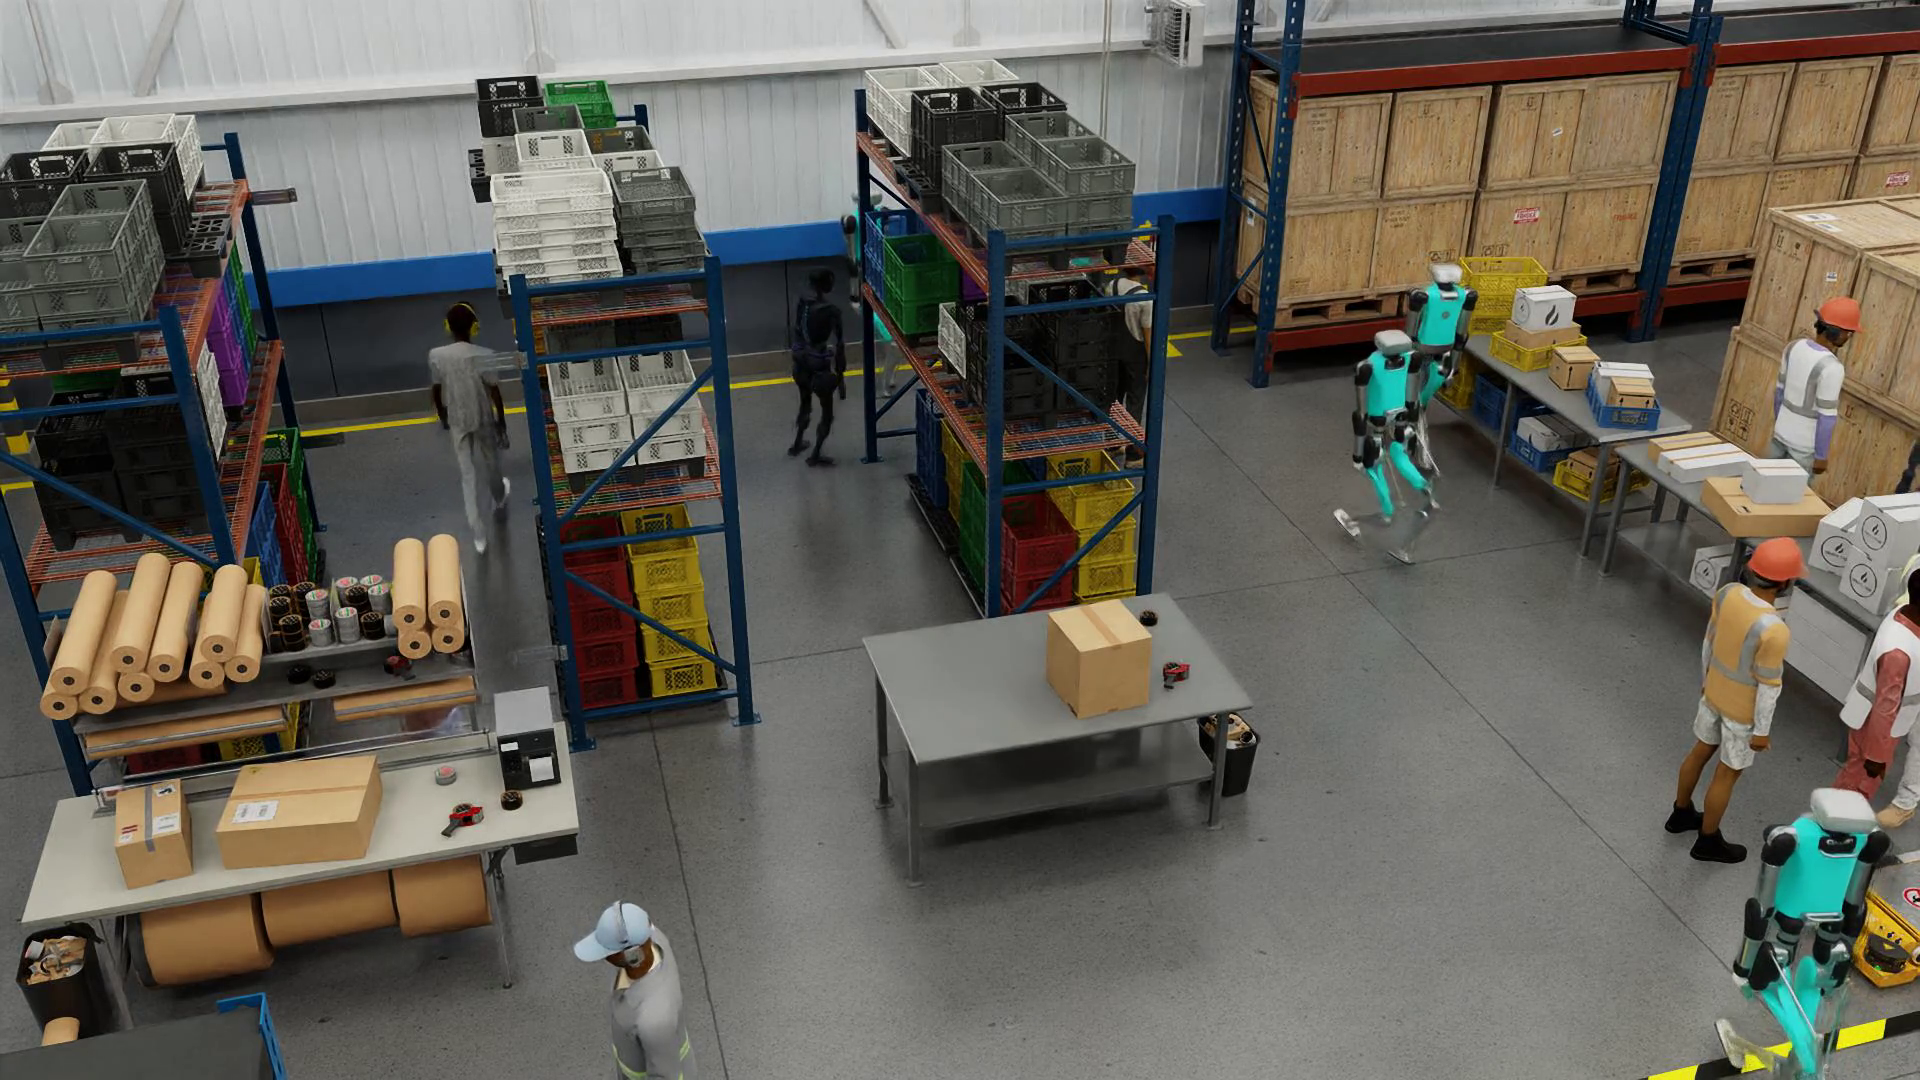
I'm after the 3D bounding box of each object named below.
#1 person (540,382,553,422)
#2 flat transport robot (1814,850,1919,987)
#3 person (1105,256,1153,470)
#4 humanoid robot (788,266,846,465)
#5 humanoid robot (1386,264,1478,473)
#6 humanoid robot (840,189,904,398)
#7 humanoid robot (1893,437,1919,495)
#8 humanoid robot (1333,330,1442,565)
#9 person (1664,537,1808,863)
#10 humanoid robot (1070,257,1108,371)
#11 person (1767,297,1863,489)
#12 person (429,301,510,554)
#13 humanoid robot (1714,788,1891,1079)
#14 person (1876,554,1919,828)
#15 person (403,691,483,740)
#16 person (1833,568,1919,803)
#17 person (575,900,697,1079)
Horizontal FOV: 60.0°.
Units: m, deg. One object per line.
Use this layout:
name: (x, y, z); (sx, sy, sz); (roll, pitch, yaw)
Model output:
person: (-3.214, -1.357, 13.098); (0.492, 1.742, 0.319); (-1, 29, -1)
flat transport robot: (5.163, 1.916, 8.676); (1.431, 0.231, 0.659); (-8, 30, -14)
person: (1.360, -1.445, 13.153); (0.340, 1.846, 0.512); (-21, 35, -33)
humanoid robot: (-1.146, -1.385, 13.224); (0.335, 1.634, 0.589); (-25, 37, -37)
humanoid robot: (3.676, -1.444, 13.303); (0.544, 1.752, 1.038); (-3, 29, -6)
humanoid robot: (-0.613, -2.122, 14.512); (0.809, 1.795, 0.543); (22, 36, 34)
humanoid robot: (6.463, -0.147, 11.002); (0.603, 1.644, 0.577); (11, 31, 19)
humanoid robot: (3.066, -0.601, 11.729); (0.565, 1.735, 1.027); (-12, 31, -20)
person: (4.171, 0.848, 8.886); (0.359, 1.935, 0.551); (-5, 29, -9)
humanoid robot: (1.193, -2.152, 14.546); (0.977, 1.735, 0.544); (-15, 32, -25)
person: (5.912, -0.728, 11.656); (0.388, 2.034, 0.604); (-3, 29, -5)
person: (-3.553, -0.881, 12.153); (0.506, 1.816, 0.954); (-5, 29, -9)
humanoid robot: (3.681, 1.934, 7.156); (0.554, 1.745, 1.065); (-3, 29, -5)
person: (5.309, 0.740, 9.195); (0.429, 1.837, 0.622); (-10, 30, -18)
person: (-2.797, 0.930, 8.932); (0.397, 1.736, 0.547); (1, 29, 2)
person: (4.805, 0.971, 8.682); (0.390, 1.918, 0.591); (17, 33, 28)
person: (-1.245, 2.153, 6.604); (0.397, 1.848, 0.587); (-8, 30, -14)
